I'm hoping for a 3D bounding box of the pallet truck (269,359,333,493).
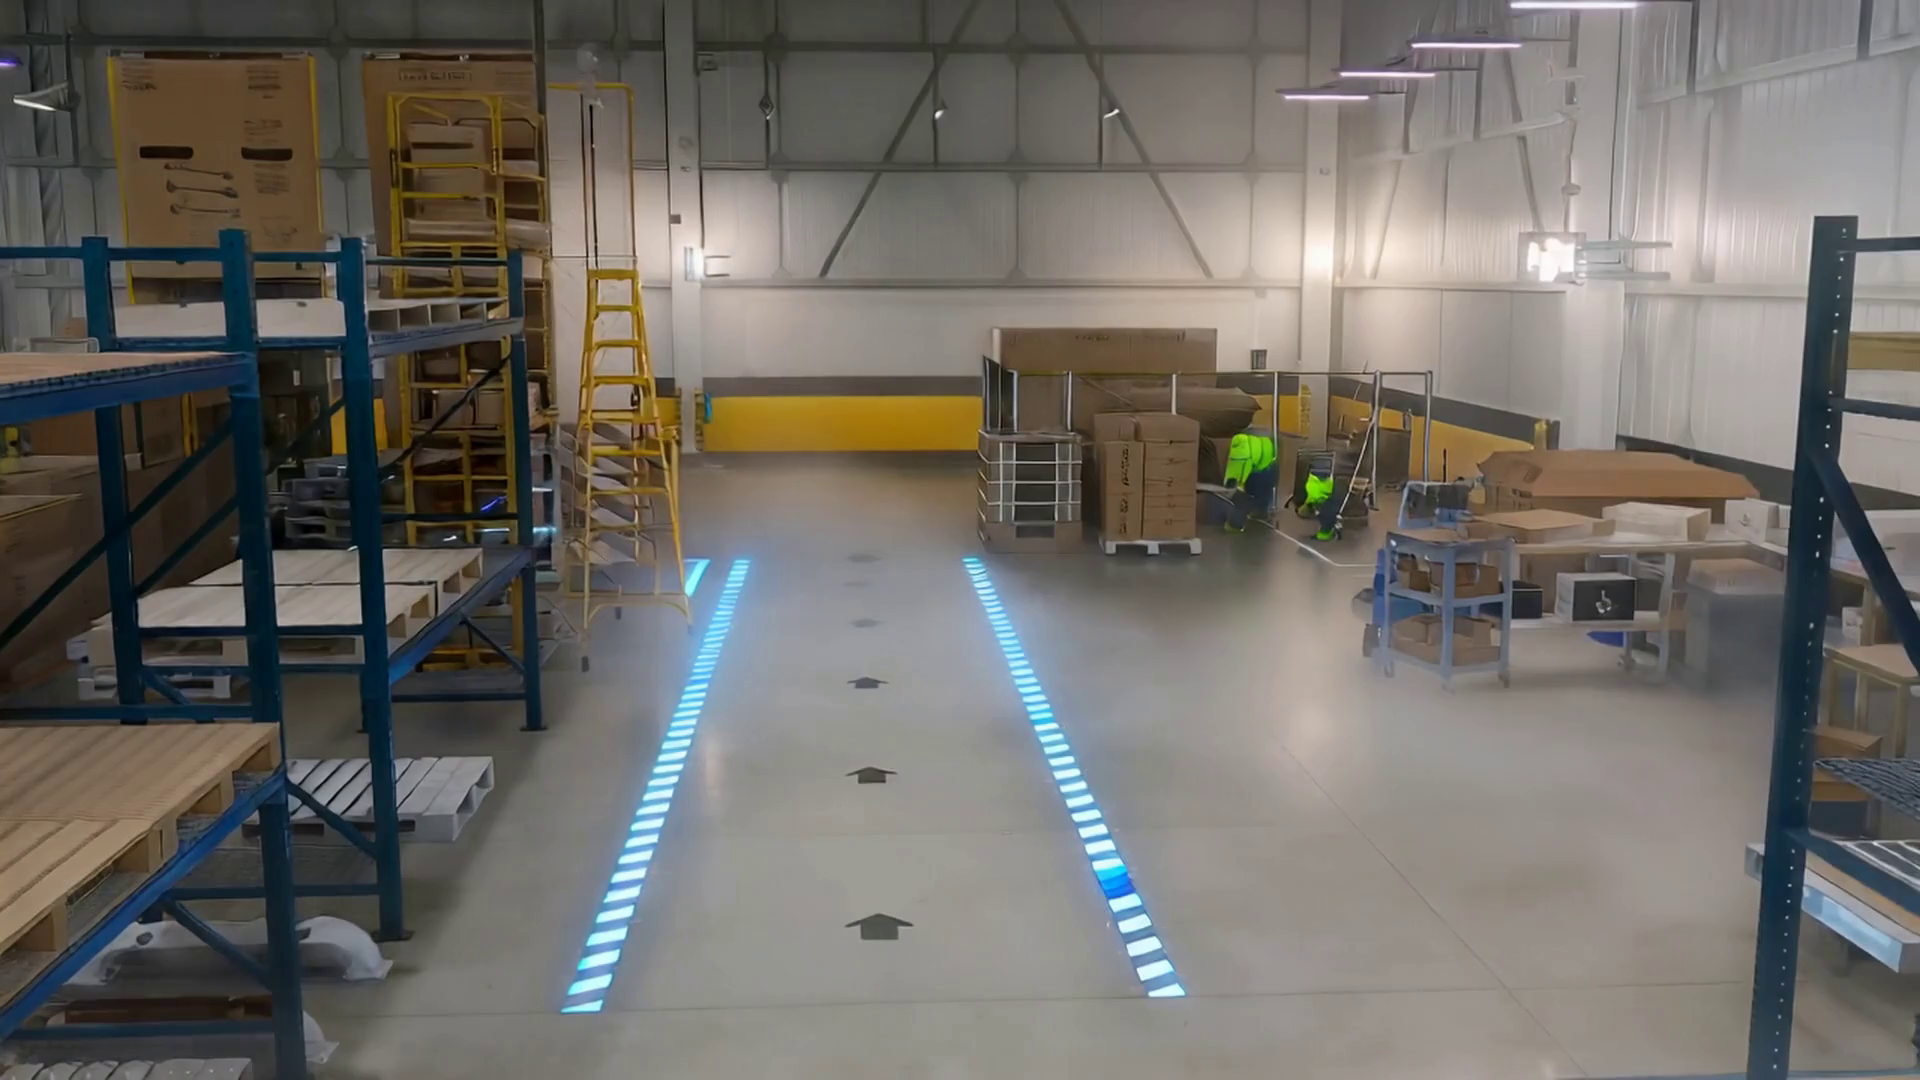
[{"bbox_3d":[-7.062,-1.131,18.996,1.885,1.965,0.823,2,9,13],"label":"pallet truck"}]
